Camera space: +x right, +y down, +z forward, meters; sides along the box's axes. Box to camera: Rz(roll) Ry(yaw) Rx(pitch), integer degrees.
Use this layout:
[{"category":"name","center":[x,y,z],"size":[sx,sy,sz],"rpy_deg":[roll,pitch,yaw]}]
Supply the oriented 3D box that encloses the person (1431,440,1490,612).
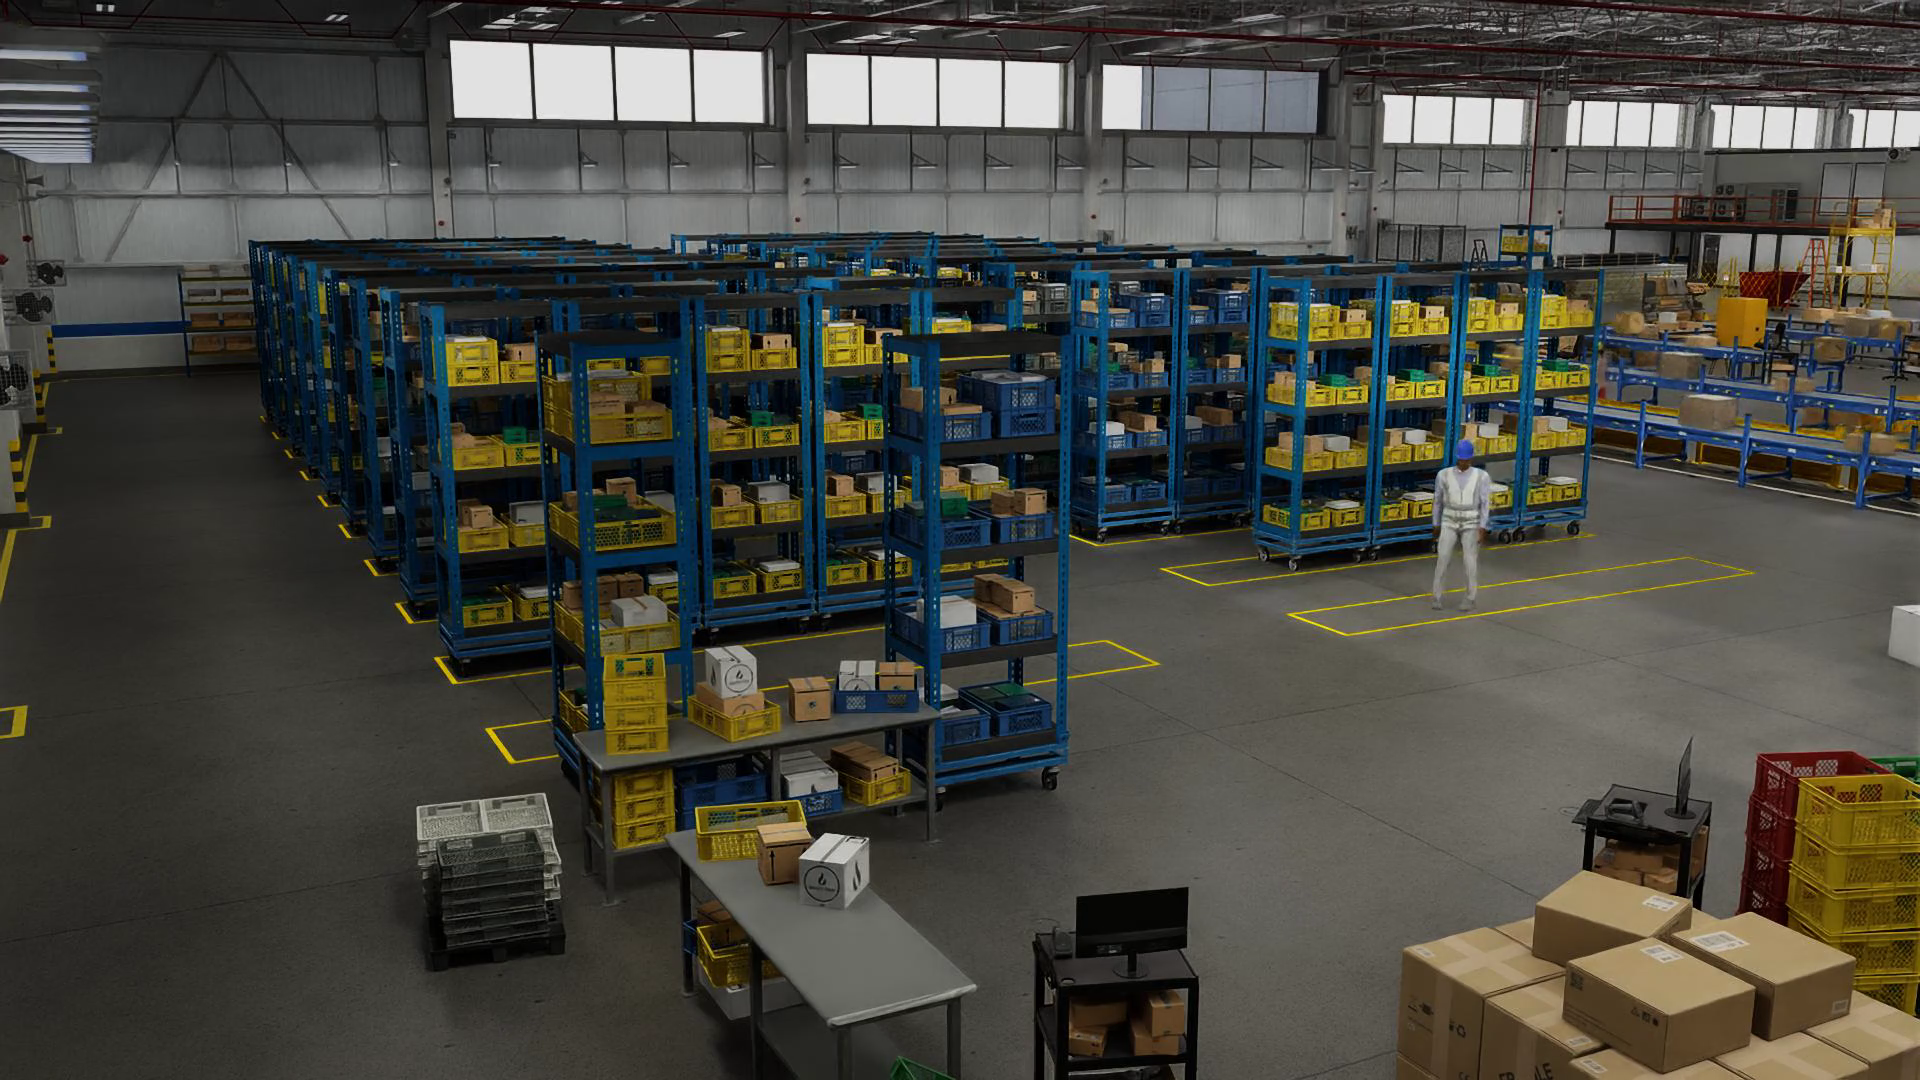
[{"category":"person","center":[5.562,-0.169,18.533],"size":[0.617,1.939,0.431],"rpy_deg":[4,13,18]}]

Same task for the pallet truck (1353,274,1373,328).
[{"category":"pallet truck","center":[13.011,-8.050,55.243],"size":[0.823,1.965,1.885],"rpy_deg":[-7,14,-28]}]

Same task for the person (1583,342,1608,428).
[{"category":"person","center":[12.129,-2.912,31.796],"size":[0.532,1.763,0.428],"rpy_deg":[-8,14,-32]}]
